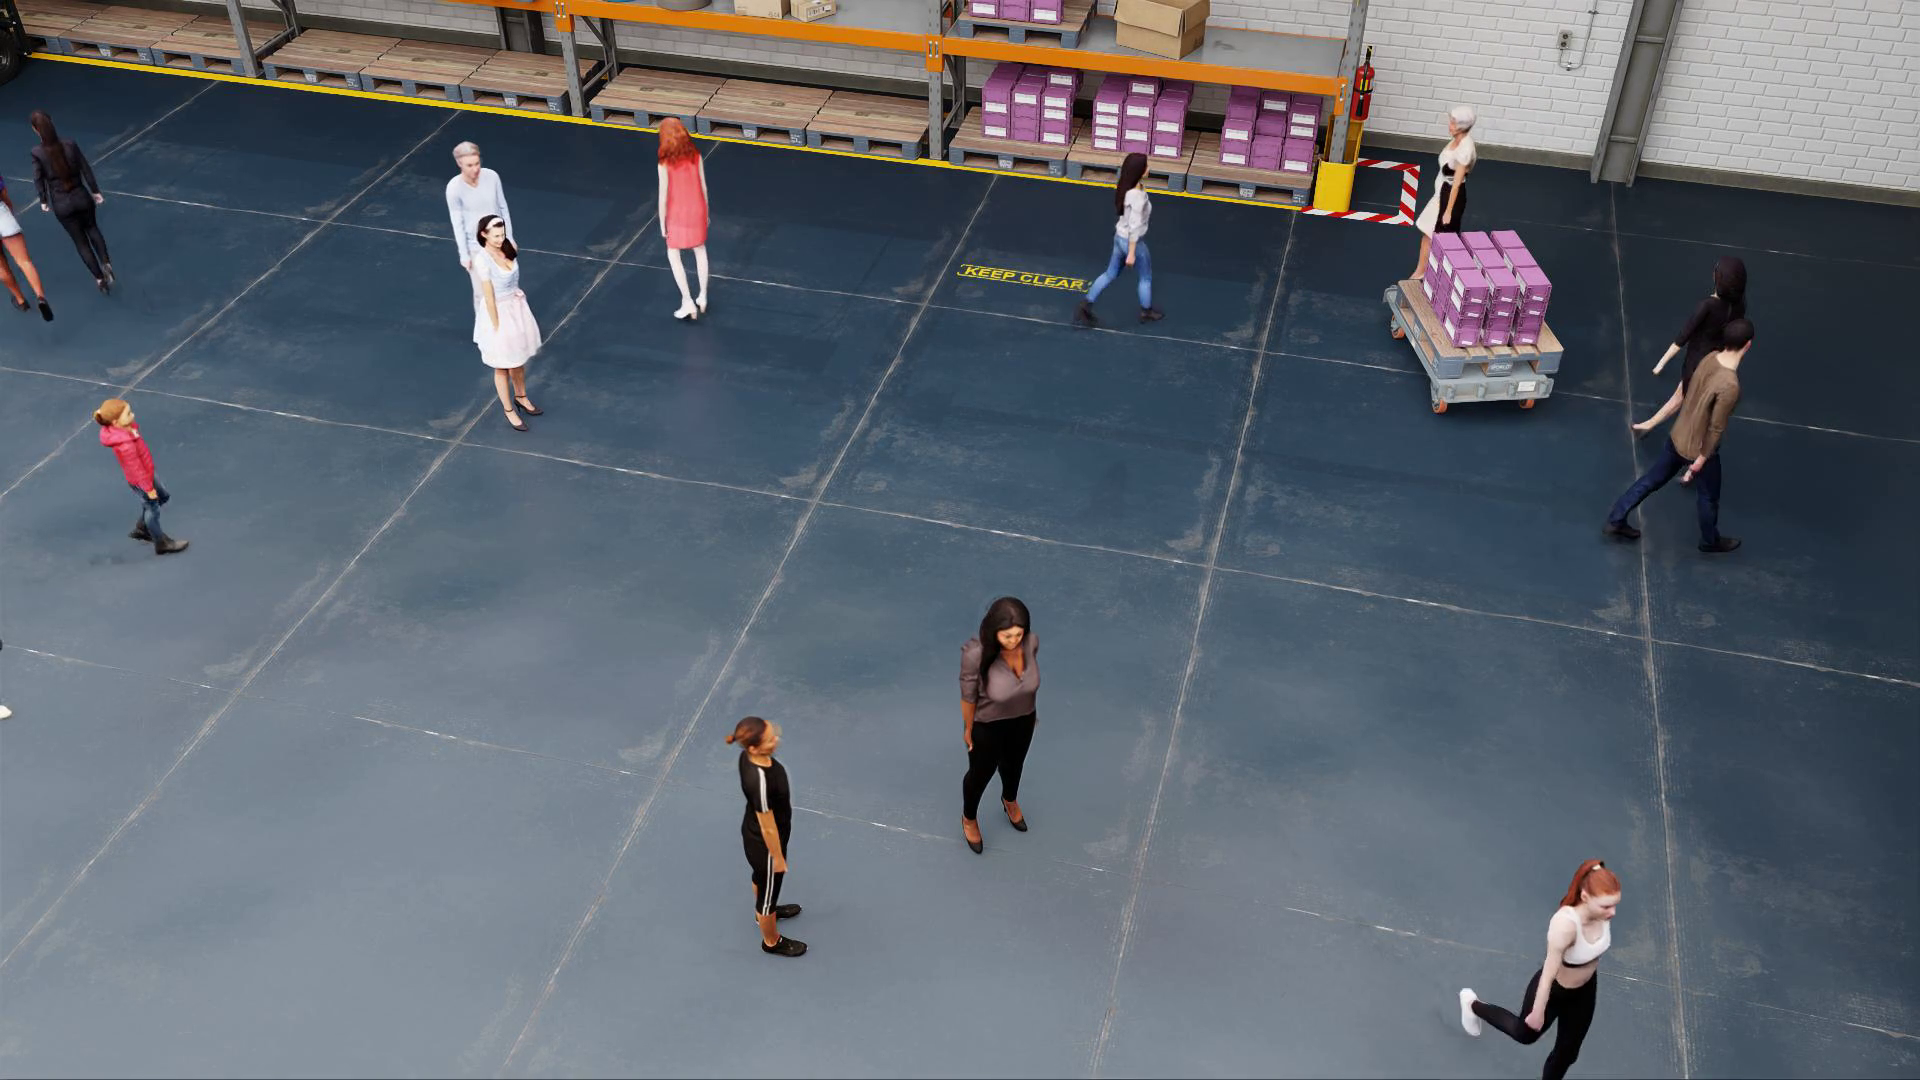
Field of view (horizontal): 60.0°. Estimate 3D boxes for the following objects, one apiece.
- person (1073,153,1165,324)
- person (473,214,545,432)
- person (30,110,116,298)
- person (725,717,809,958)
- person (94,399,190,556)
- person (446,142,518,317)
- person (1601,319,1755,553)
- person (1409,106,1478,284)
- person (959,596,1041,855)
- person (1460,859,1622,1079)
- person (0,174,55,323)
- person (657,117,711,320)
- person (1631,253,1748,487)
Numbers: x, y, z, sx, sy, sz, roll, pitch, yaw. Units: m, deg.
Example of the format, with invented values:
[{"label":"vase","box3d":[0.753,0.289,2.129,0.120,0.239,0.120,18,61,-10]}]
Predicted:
[{"label":"person","box3d":[1.345,-2.496,14.046,1.130,1.596,0.932,-9,40,-11]},{"label":"person","box3d":[-3.517,-1.693,12.870,0.746,1.808,0.727,15,41,17]},{"label":"person","box3d":[-7.677,-2.887,14.455,0.722,1.697,0.756,-31,48,-33]},{"label":"person","box3d":[-1.043,1.567,8.900,0.668,1.669,0.662,-7,39,-9]},{"label":"person","box3d":[-5.812,-0.418,11.673,0.711,1.309,0.648,-13,41,-16]},{"label":"person","box3d":[-3.918,-2.422,13.718,0.752,1.888,0.772,-29,47,-31]},{"label":"person","box3d":[5.032,-0.681,11.584,1.251,1.831,0.901,-1,39,-1]},{"label":"person","box3d":[4.357,-2.916,14.466,1.085,1.727,0.782,2,39,3]},{"label":"person","box3d":[0.216,1.021,9.449,0.745,1.837,0.806,-19,43,-23]},{"label":"person","box3d":[2.867,2.144,8.136,1.043,1.720,1.107,-21,43,-24]},{"label":"person","box3d":[-8.132,-2.606,14.082,0.955,1.722,1.122,-28,46,-31]},{"label":"person","box3d":[-2.306,-2.709,14.135,0.715,1.818,0.768,-23,44,-26]},{"label":"person","box3d":[5.533,-1.187,12.285,1.163,1.749,1.178,-17,42,-20]}]
